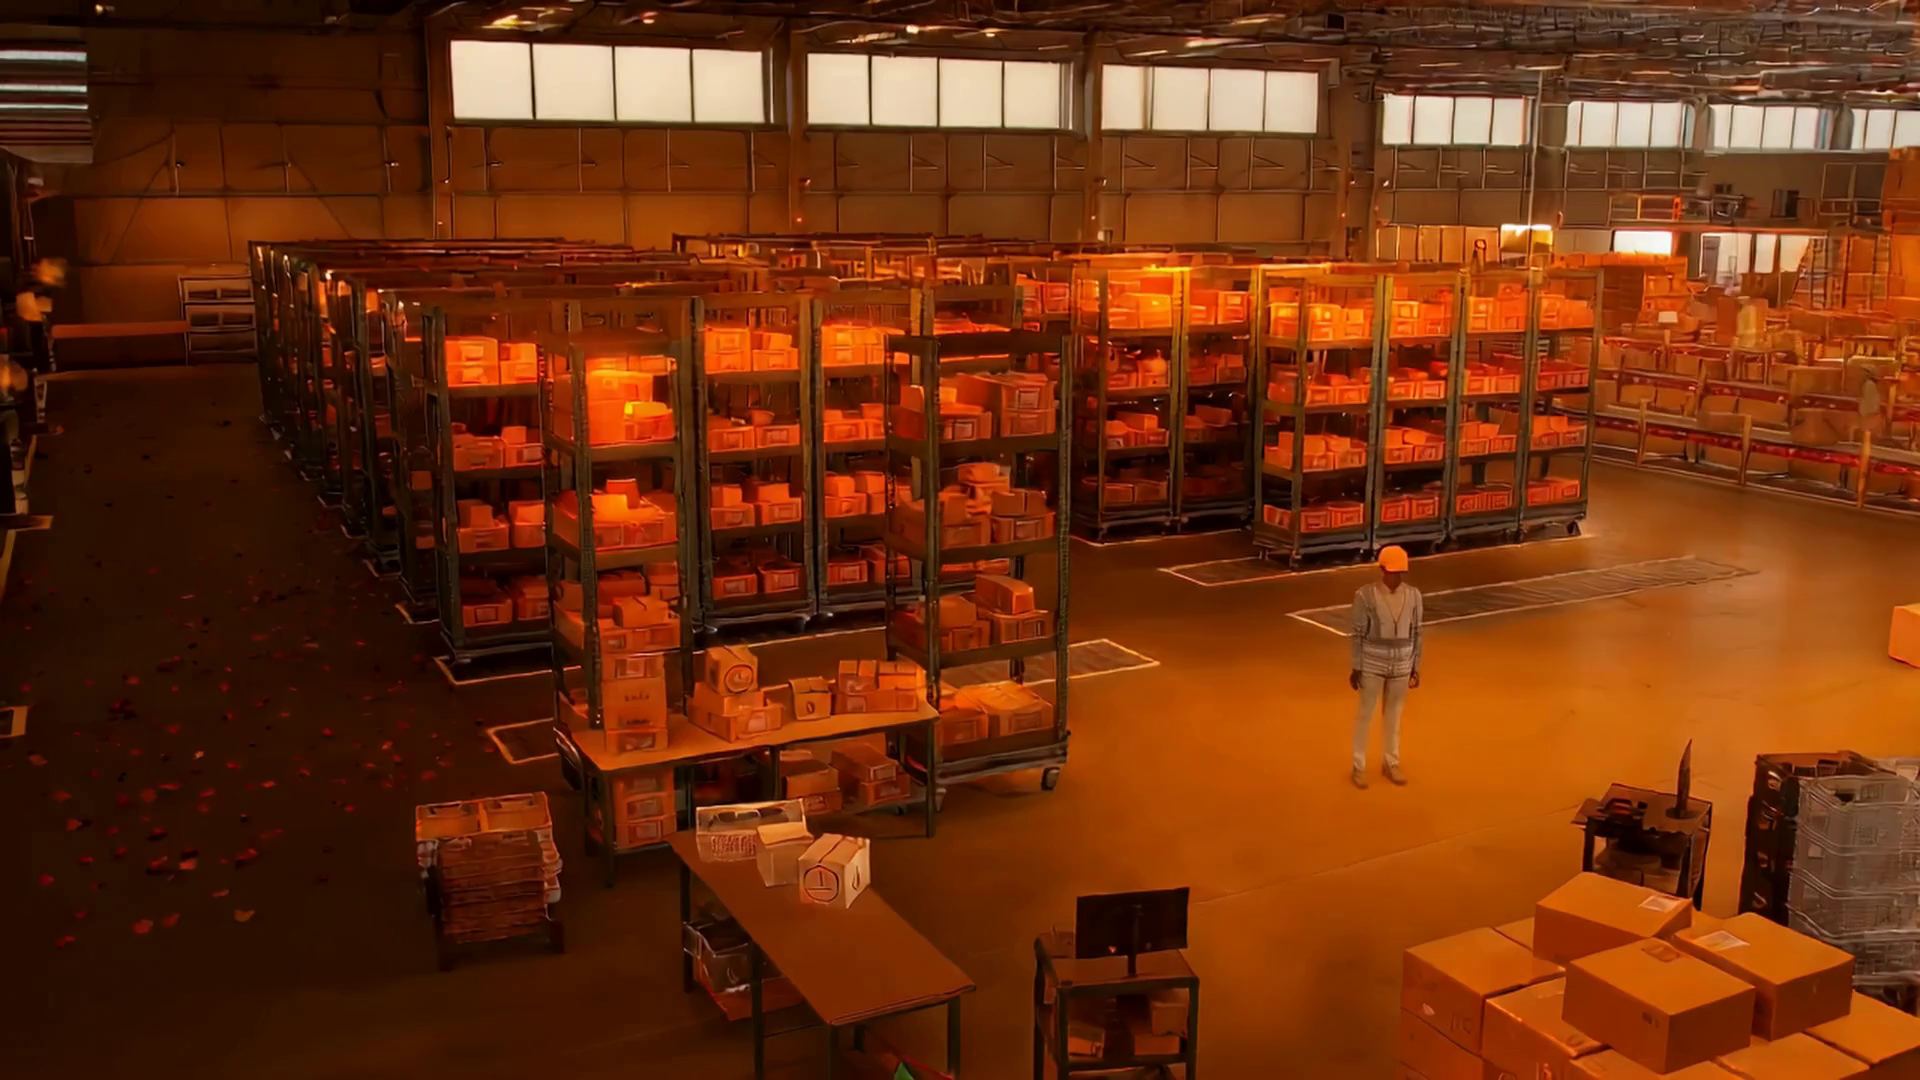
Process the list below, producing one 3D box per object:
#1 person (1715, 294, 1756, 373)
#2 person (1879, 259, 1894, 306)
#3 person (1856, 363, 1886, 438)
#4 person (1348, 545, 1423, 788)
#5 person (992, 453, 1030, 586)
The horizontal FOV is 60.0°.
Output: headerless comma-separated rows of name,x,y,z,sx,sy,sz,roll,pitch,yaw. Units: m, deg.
person,19.731,-5.217,42.027,0.616,1.982,1.055,-9,15,-35
person,36.176,-10.029,64.855,0.518,1.844,0.332,-9,15,-35
person,15.389,-2.090,27.954,0.554,1.738,0.750,-9,15,-37
person,3.346,0.986,13.092,0.604,1.949,0.389,-2,12,-11
person,0.516,-0.365,19.798,0.614,1.791,0.942,-7,14,-28
